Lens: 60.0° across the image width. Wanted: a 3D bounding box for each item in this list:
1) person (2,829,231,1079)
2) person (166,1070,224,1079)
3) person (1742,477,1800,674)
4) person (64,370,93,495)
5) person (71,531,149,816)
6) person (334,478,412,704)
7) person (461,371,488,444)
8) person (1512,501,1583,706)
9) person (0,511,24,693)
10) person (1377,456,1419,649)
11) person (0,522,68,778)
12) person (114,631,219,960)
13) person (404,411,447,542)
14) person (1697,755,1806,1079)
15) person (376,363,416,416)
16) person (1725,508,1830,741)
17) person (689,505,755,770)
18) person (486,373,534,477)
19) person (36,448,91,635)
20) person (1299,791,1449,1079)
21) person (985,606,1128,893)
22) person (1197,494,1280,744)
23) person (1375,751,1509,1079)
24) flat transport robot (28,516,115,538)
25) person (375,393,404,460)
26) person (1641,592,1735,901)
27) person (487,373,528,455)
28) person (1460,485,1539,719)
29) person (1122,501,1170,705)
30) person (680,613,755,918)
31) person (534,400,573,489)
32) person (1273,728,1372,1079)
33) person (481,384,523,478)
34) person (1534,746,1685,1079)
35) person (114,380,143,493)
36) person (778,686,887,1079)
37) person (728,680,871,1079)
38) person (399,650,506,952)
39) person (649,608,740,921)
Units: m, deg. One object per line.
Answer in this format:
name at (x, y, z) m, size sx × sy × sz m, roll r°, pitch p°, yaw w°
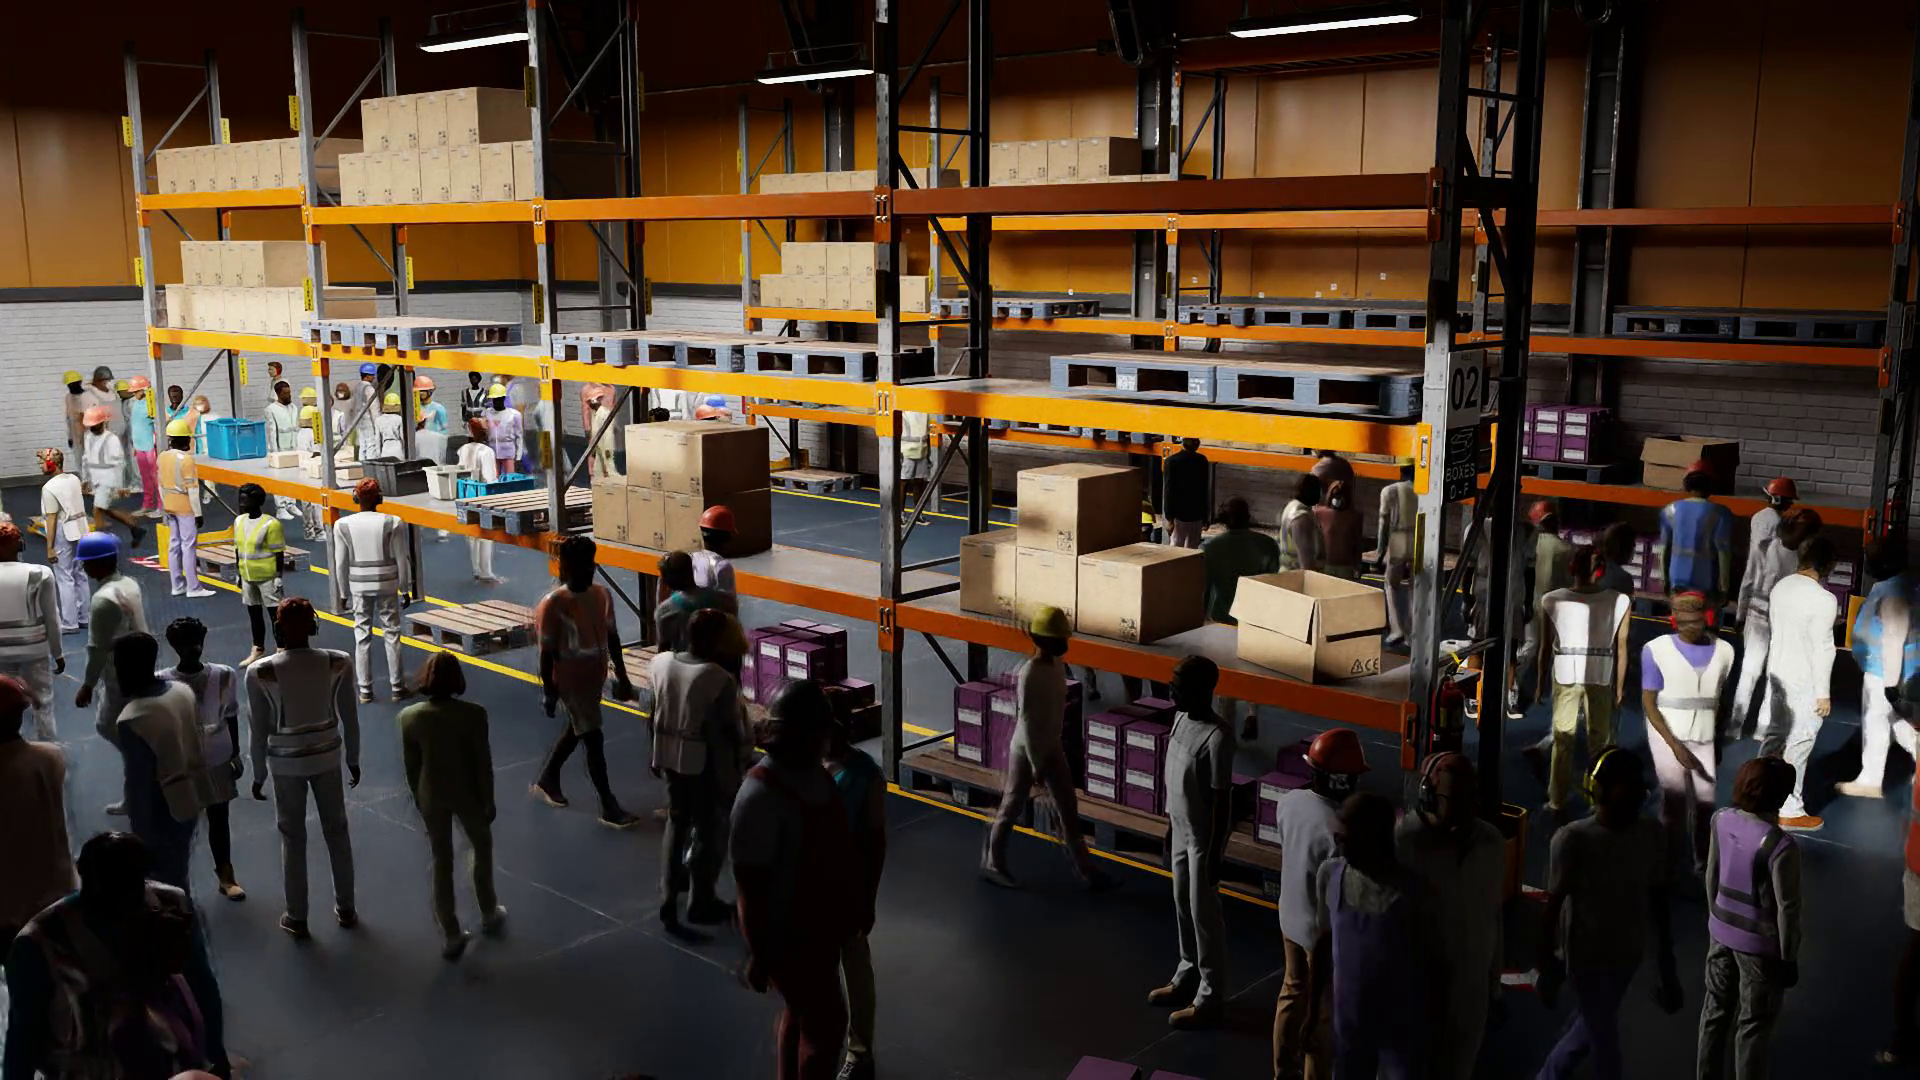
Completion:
person at (-2.915, 1.870, 5.790) m, size 0.590 × 1.807 × 0.730 m, roll 7°, pitch 12°, yaw 33°
person at (-1.785, 2.138, 4.085) m, size 0.546 × 1.891 × 1.018 m, roll -2°, pitch 10°, yaw -9°
person at (7.206, 0.311, 14.761) m, size 0.339 × 1.745 × 0.561 m, roll 1°, pitch 10°, yaw 4°
person at (-13.347, -1.637, 25.309) m, size 0.613 × 1.919 × 0.398 m, roll 4°, pitch 11°, yaw 21°
person at (-5.586, 0.891, 10.993) m, size 0.474 × 1.923 × 0.599 m, roll -3°, pitch 11°, yaw -17°
person at (-4.844, 0.420, 13.764) m, size 0.573 × 1.883 × 0.353 m, roll -2°, pitch 10°, yaw -9°
person at (-8.123, -1.996, 27.943) m, size 0.538 × 1.700 × 0.317 m, roll 1°, pitch 10°, yaw 3°
person at (4.832, 0.534, 13.648) m, size 0.498 × 1.701 × 0.585 m, roll -8°, pitch 13°, yaw -40°
person at (-8.118, 0.385, 13.937) m, size 0.940 × 1.881 × 0.611 m, roll 5°, pitch 11°, yaw 28°
person at (4.217, 0.083, 15.592) m, size 0.635 × 1.913 × 0.401 m, roll 0°, pitch 10°, yaw 3°
person at (-6.583, 0.805, 11.624) m, size 0.581 × 1.879 × 0.365 m, roll -3°, pitch 10°, yaw -16°
person at (-3.987, 1.386, 8.299) m, size 0.582 × 1.884 × 0.614 m, roll 0°, pitch 10°, yaw 2°
person at (-6.887, -0.835, 21.375) m, size 0.568 × 1.695 × 0.923 m, roll -9°, pitch 14°, yaw -43°
person at (3.374, 1.720, 7.100) m, size 0.308 × 1.640 × 0.511 m, roll -3°, pitch 10°, yaw -15°
person at (-10.227, -2.551, 30.115) m, size 0.684 × 2.000 × 0.536 m, roll -7°, pitch 12°, yaw -36°
person at (6.196, 0.648, 12.588) m, size 0.649 × 1.836 × 0.482 m, roll 6°, pitch 12°, yaw 31°
person at (-1.744, 0.710, 11.988) m, size 0.366 × 1.931 × 0.542 m, roll -9°, pitch 14°, yaw -42°
person at (-7.024, -1.790, 25.814) m, size 0.686 × 2.000 × 0.751 m, roll 3°, pitch 11°, yaw 19°
person at (-8.710, 0.012, 16.207) m, size 0.395 × 1.836 × 0.563 m, roll 0°, pitch 10°, yaw -1°
person at (1.600, 1.812, 6.123) m, size 0.713 × 1.814 × 0.365 m, roll 8°, pitch 13°, yaw 40°
person at (0.521, 1.233, 9.621) m, size 0.891 × 1.719 × 0.545 m, roll 6°, pitch 12°, yaw 31°
person at (2.080, 0.619, 12.552) m, size 0.652 × 1.916 × 0.465 m, roll 0°, pitch 10°, yaw 1°
person at (1.810, 1.726, 6.307) m, size 0.636 × 1.911 × 0.404 m, roll -4°, pitch 11°, yaw -20°
flat transport robot at (-11.537, -0.155, 21.568) m, size 0.652 × 0.197 × 1.431 m, roll -9°, pitch 14°, yaw -42°
person at (-7.872, -1.174, 23.182) m, size 0.503 × 1.741 × 0.319 m, roll 2°, pitch 10°, yaw 11°
person at (4.215, 1.192, 9.618) m, size 0.580 × 1.808 × 0.552 m, roll -1°, pitch 10°, yaw -8°
person at (-8.242, -2.365, 29.806) m, size 1.055 × 1.790 × 0.540 m, roll -7°, pitch 12°, yaw -33°
person at (4.307, 0.465, 13.299) m, size 0.606 × 1.957 × 0.373 m, roll 0°, pitch 10°, yaw 0°
person at (1.330, 0.671, 12.226) m, size 0.589 × 1.924 × 0.383 m, roll -3°, pitch 11°, yaw -18°
person at (-1.376, 1.257, 9.300) m, size 0.469 × 1.789 × 0.652 m, roll -2°, pitch 10°, yaw -11°
person at (-5.716, -1.313, 23.563) m, size 0.722 × 1.880 × 0.655 m, roll 2°, pitch 10°, yaw 9°
person at (1.576, 1.656, 7.177) m, size 0.344 × 1.743 × 0.556 m, roll -4°, pitch 11°, yaw -20°
person at (-6.216, -1.157, 22.552) m, size 0.584 × 1.928 × 0.374 m, roll 1°, pitch 10°, yaw 7°
person at (2.598, 1.698, 6.721) m, size 0.522 × 1.834 × 0.965 m, roll -3°, pitch 11°, yaw -18°
person at (-12.772, -1.582, 25.509) m, size 0.320 × 1.738 × 0.486 m, roll -10°, pitch 14°, yaw -44°
person at (-0.557, 1.545, 7.500) m, size 0.564 × 1.848 × 0.390 m, roll 9°, pitch 13°, yaw 40°
person at (-0.552, 1.563, 6.854) m, size 0.717 × 2.000 × 0.708 m, roll 3°, pitch 11°, yaw 17°
person at (-2.749, 1.383, 9.064) m, size 0.517 × 1.603 × 0.676 m, roll 0°, pitch 10°, yaw 1°
person at (-1.489, 1.261, 9.201) m, size 0.653 × 1.816 × 0.526 m, roll 6°, pitch 12°, yaw 29°
